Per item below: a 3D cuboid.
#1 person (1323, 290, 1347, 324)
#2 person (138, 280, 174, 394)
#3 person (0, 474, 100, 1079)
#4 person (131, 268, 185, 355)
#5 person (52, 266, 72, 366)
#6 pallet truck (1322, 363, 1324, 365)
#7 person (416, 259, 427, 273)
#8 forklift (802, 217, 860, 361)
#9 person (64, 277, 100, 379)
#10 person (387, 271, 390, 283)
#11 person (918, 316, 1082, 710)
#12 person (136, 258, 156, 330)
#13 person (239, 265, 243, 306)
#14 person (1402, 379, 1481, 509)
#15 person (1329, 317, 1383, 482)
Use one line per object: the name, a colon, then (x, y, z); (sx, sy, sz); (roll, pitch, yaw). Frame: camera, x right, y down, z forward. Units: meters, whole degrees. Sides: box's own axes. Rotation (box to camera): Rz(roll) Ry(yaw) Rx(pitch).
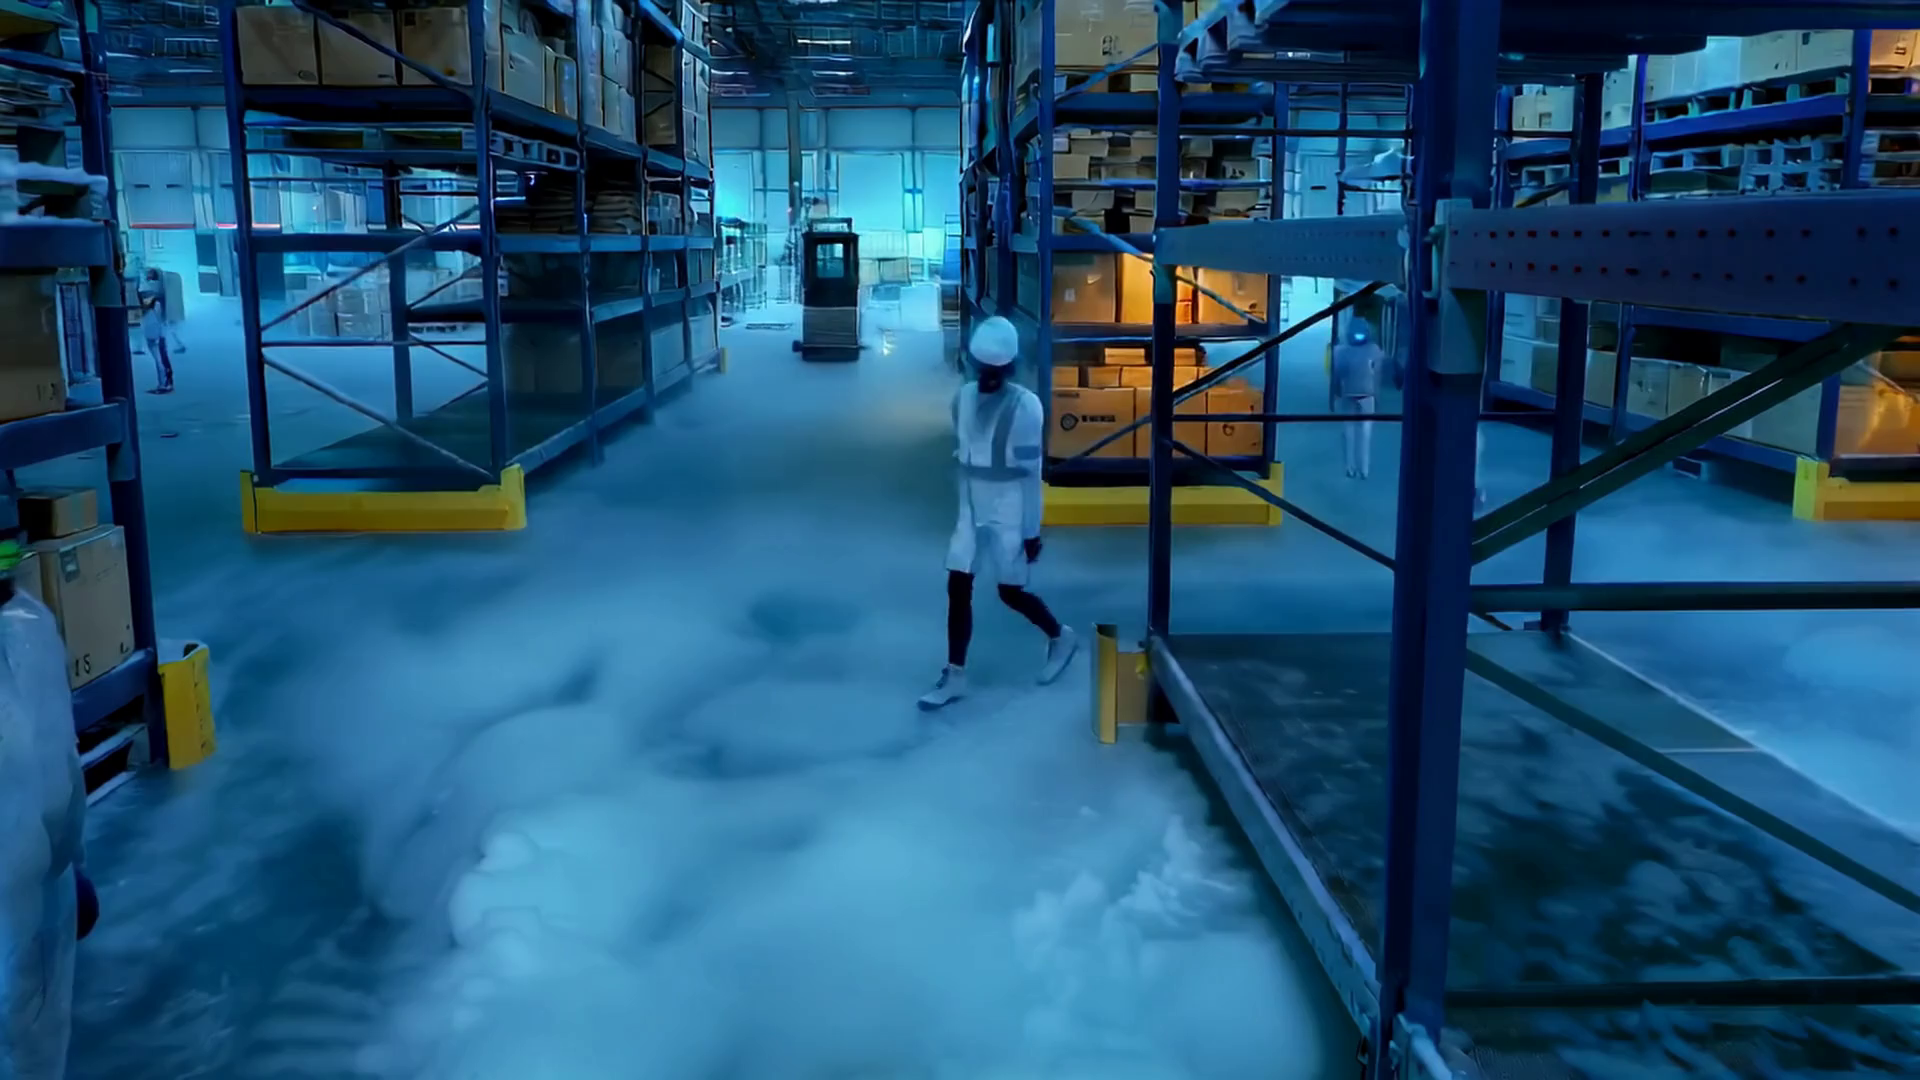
person: (10.858, -7.111, 47.497); (1.011, 1.898, 0.647); (2, 10, 9)
person: (-12.428, -3.122, 25.652); (0.343, 1.759, 0.526); (-9, 14, -42)
person: (-2.066, 0.777, 3.544); (0.398, 1.900, 0.637); (1, 10, 5)
person: (-16.661, -4.734, 34.487); (1.020, 1.816, 0.530); (-4, 11, -22)
person: (-17.099, -4.244, 31.347); (0.599, 1.958, 0.374); (3, 10, 14)
pallet truck: (7.712, -4.157, 30.737); (1.885, 1.965, 0.823); (3, 11, 16)
person: (-15.415, -7.155, 47.835); (0.404, 1.852, 0.520); (3, 11, 18)
forklift: (-2.570, -4.999, 32.968); (1.129, 2.768, 1.873); (0, 10, -2)
person: (-14.969, -3.605, 28.349); (0.515, 1.747, 0.547); (5, 12, 28)
person: (-18.767, -8.402, 55.253); (0.321, 1.692, 0.534); (8, 13, 39)
person: (0.229, -0.154, 8.478); (0.938, 1.998, 0.636); (-9, 13, -41)
person: (-21.502, -6.499, 44.002); (0.390, 1.920, 0.587); (4, 11, 21)
person: (-21.036, -7.329, 49.161); (0.556, 1.719, 0.442); (4, 11, 21)
person: (2.972, -0.410, 10.151); (0.461, 1.890, 0.678); (-2, 10, -11)
person: (3.871, -1.372, 16.289); (0.518, 1.603, 0.679); (2, 10, 10)
